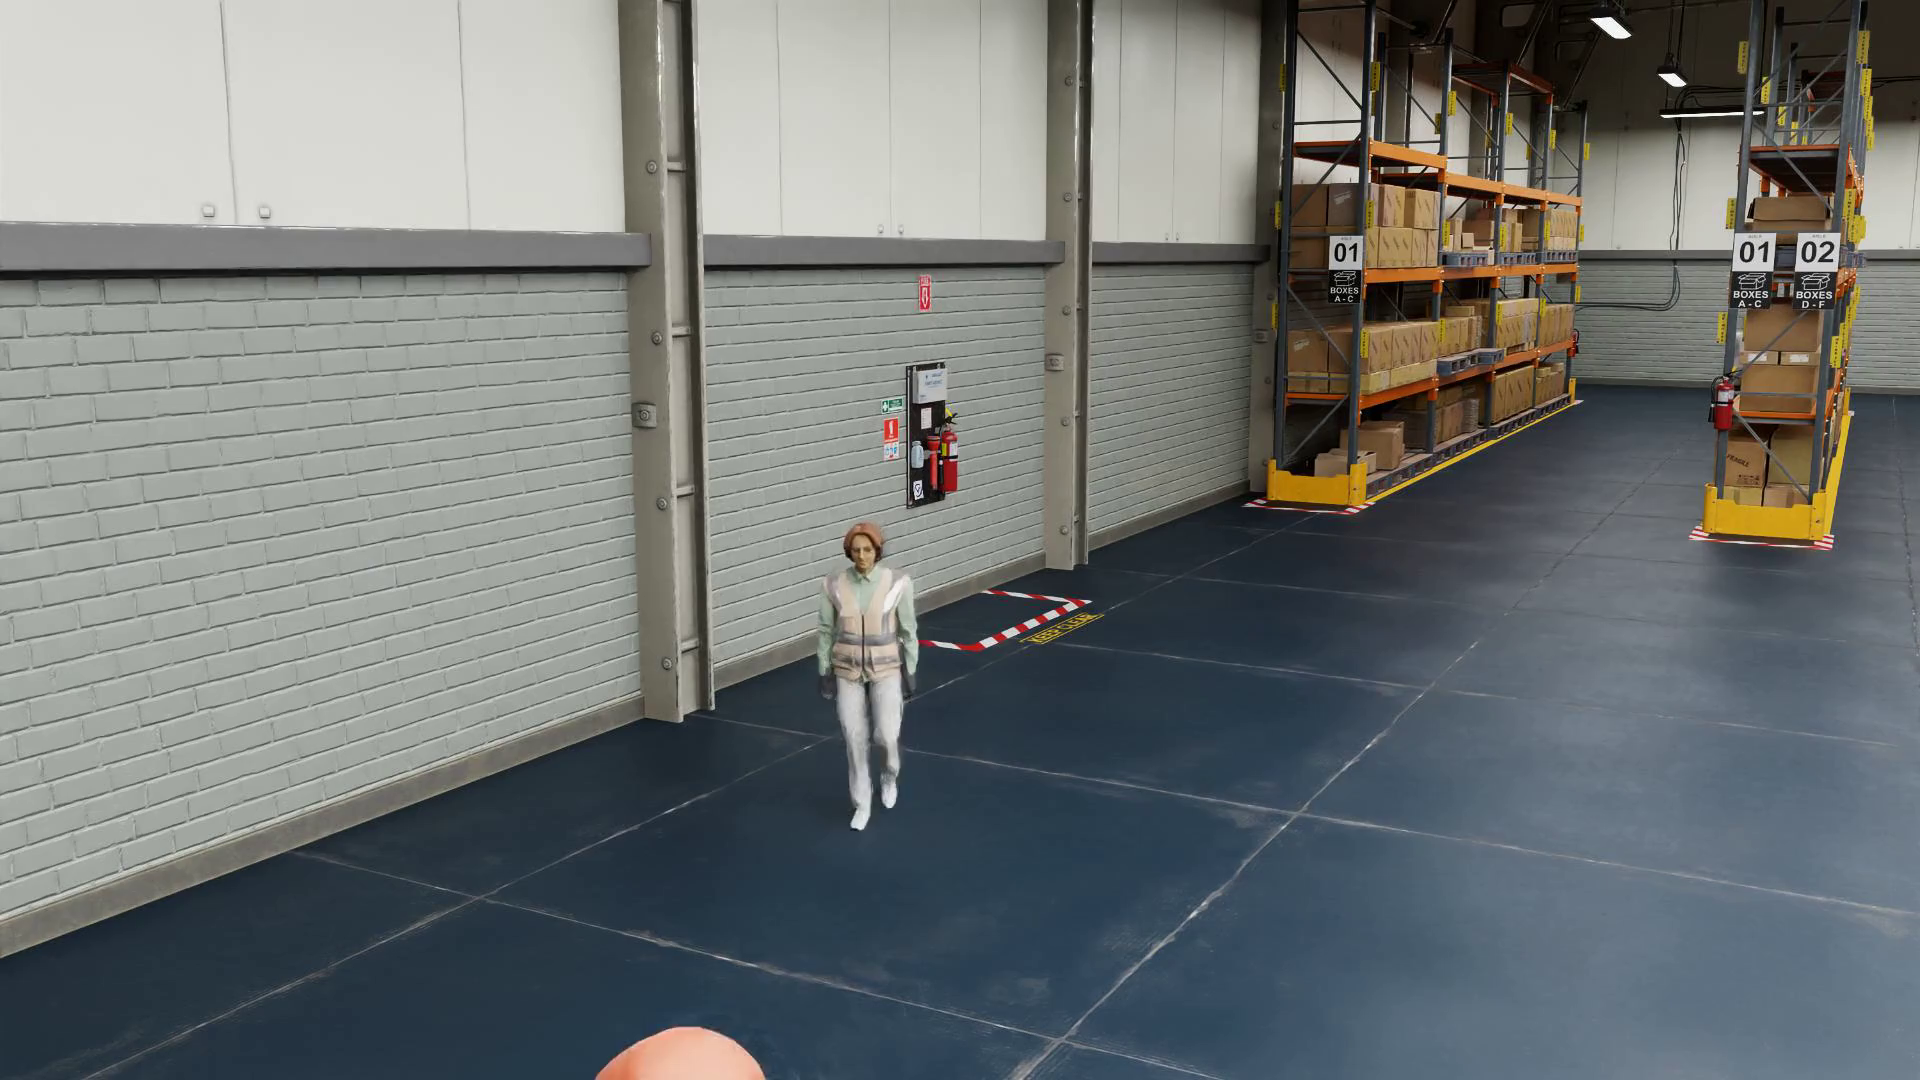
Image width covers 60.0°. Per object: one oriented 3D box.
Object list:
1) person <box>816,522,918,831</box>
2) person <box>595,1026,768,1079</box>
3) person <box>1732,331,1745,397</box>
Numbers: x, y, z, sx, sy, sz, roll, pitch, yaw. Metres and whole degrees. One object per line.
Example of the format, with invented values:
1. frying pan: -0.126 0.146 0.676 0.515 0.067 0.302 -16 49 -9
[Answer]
1. person: -0.486 0.706 8.715 0.534 1.624 0.391 1 10 7
2. person: -0.320 1.599 2.398 0.610 2.009 0.988 9 13 41
3. person: 14.524 -3.212 30.709 0.629 1.945 0.432 5 11 27
